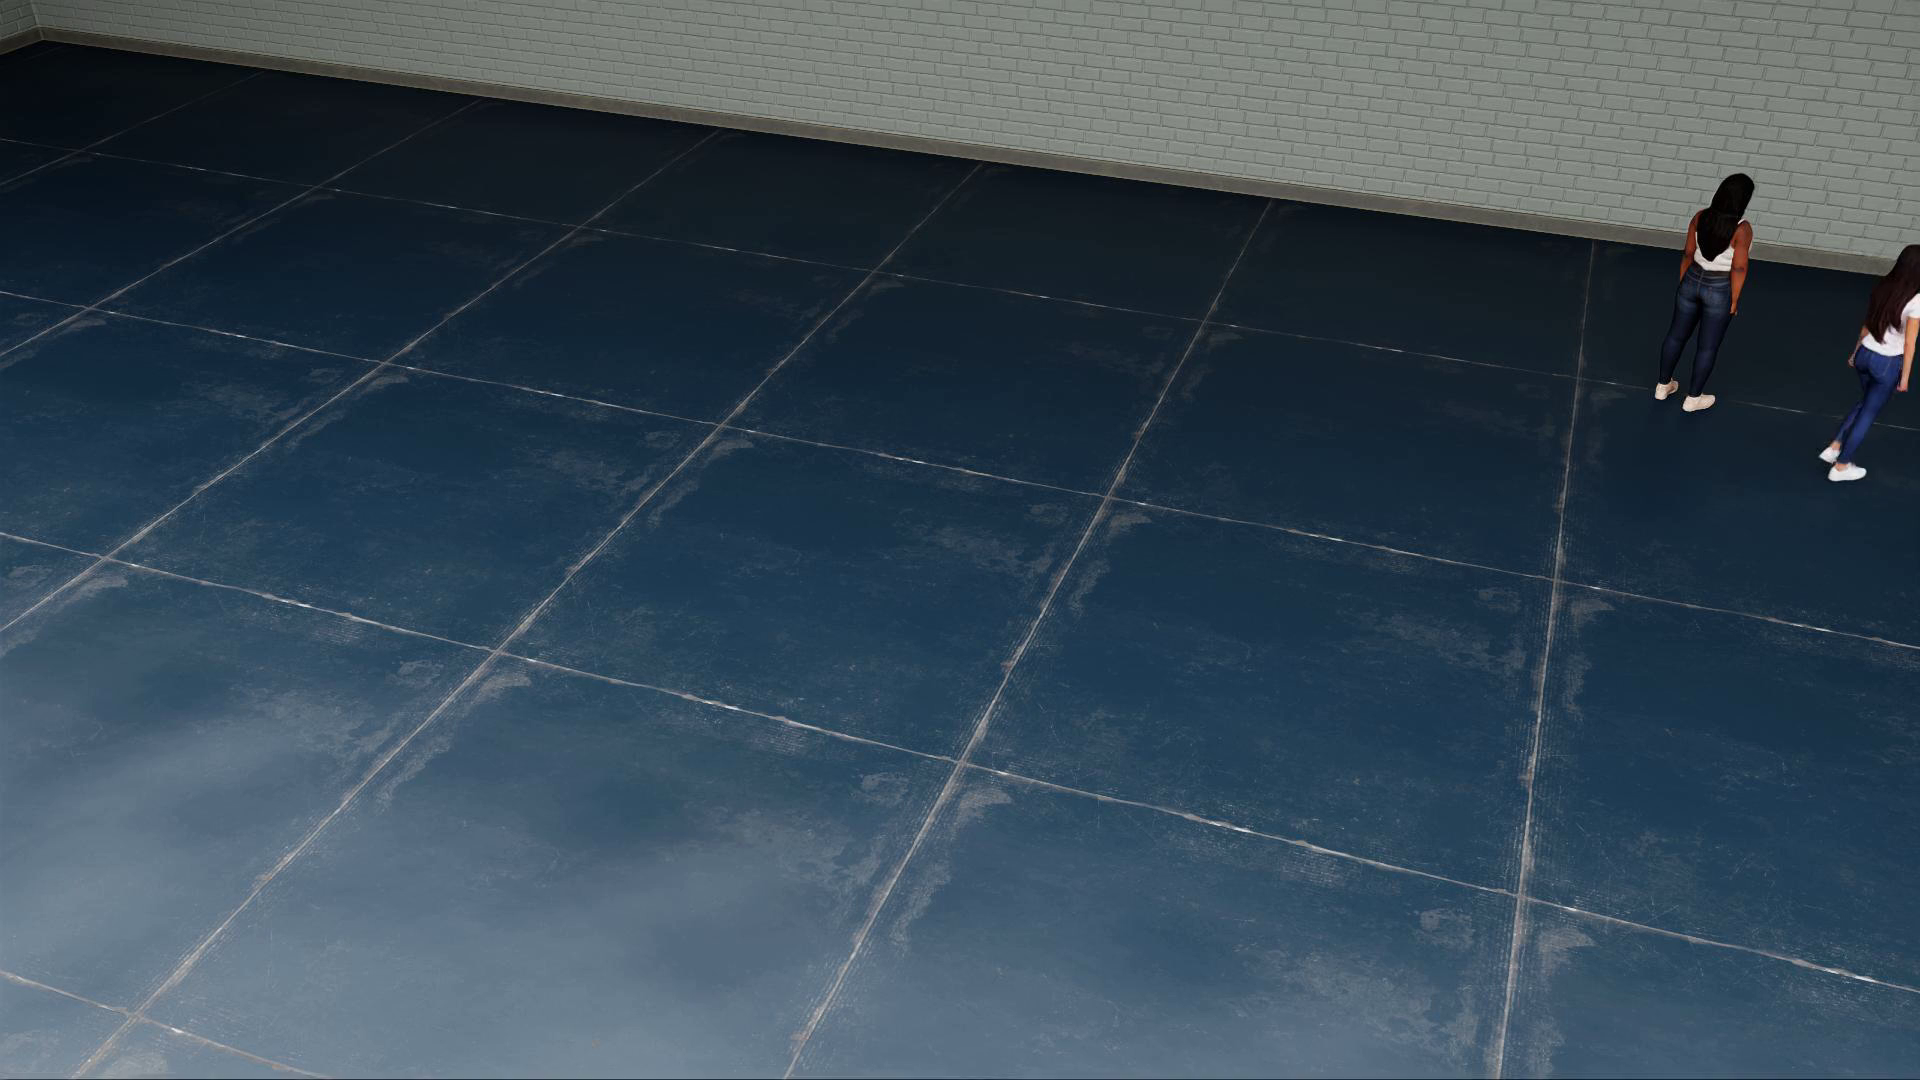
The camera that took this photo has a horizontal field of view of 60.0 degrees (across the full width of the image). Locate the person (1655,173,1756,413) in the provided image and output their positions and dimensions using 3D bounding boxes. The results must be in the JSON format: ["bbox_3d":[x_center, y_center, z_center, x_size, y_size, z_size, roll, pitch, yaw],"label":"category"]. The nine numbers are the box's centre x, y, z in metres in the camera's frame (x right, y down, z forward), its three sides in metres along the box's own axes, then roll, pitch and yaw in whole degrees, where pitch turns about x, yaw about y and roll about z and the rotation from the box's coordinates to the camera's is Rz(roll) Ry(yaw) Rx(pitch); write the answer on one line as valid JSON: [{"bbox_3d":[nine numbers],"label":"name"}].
[{"bbox_3d":[5.524,-1.837,12.299,0.782,1.808,0.751,-21,39,-29],"label":"person"}]

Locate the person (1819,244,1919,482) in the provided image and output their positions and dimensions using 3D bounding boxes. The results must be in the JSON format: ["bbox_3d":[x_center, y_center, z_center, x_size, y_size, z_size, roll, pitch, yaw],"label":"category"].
[{"bbox_3d":[6.173,-1.174,11.320,0.789,1.764,0.710,-6,34,-9],"label":"person"}]
